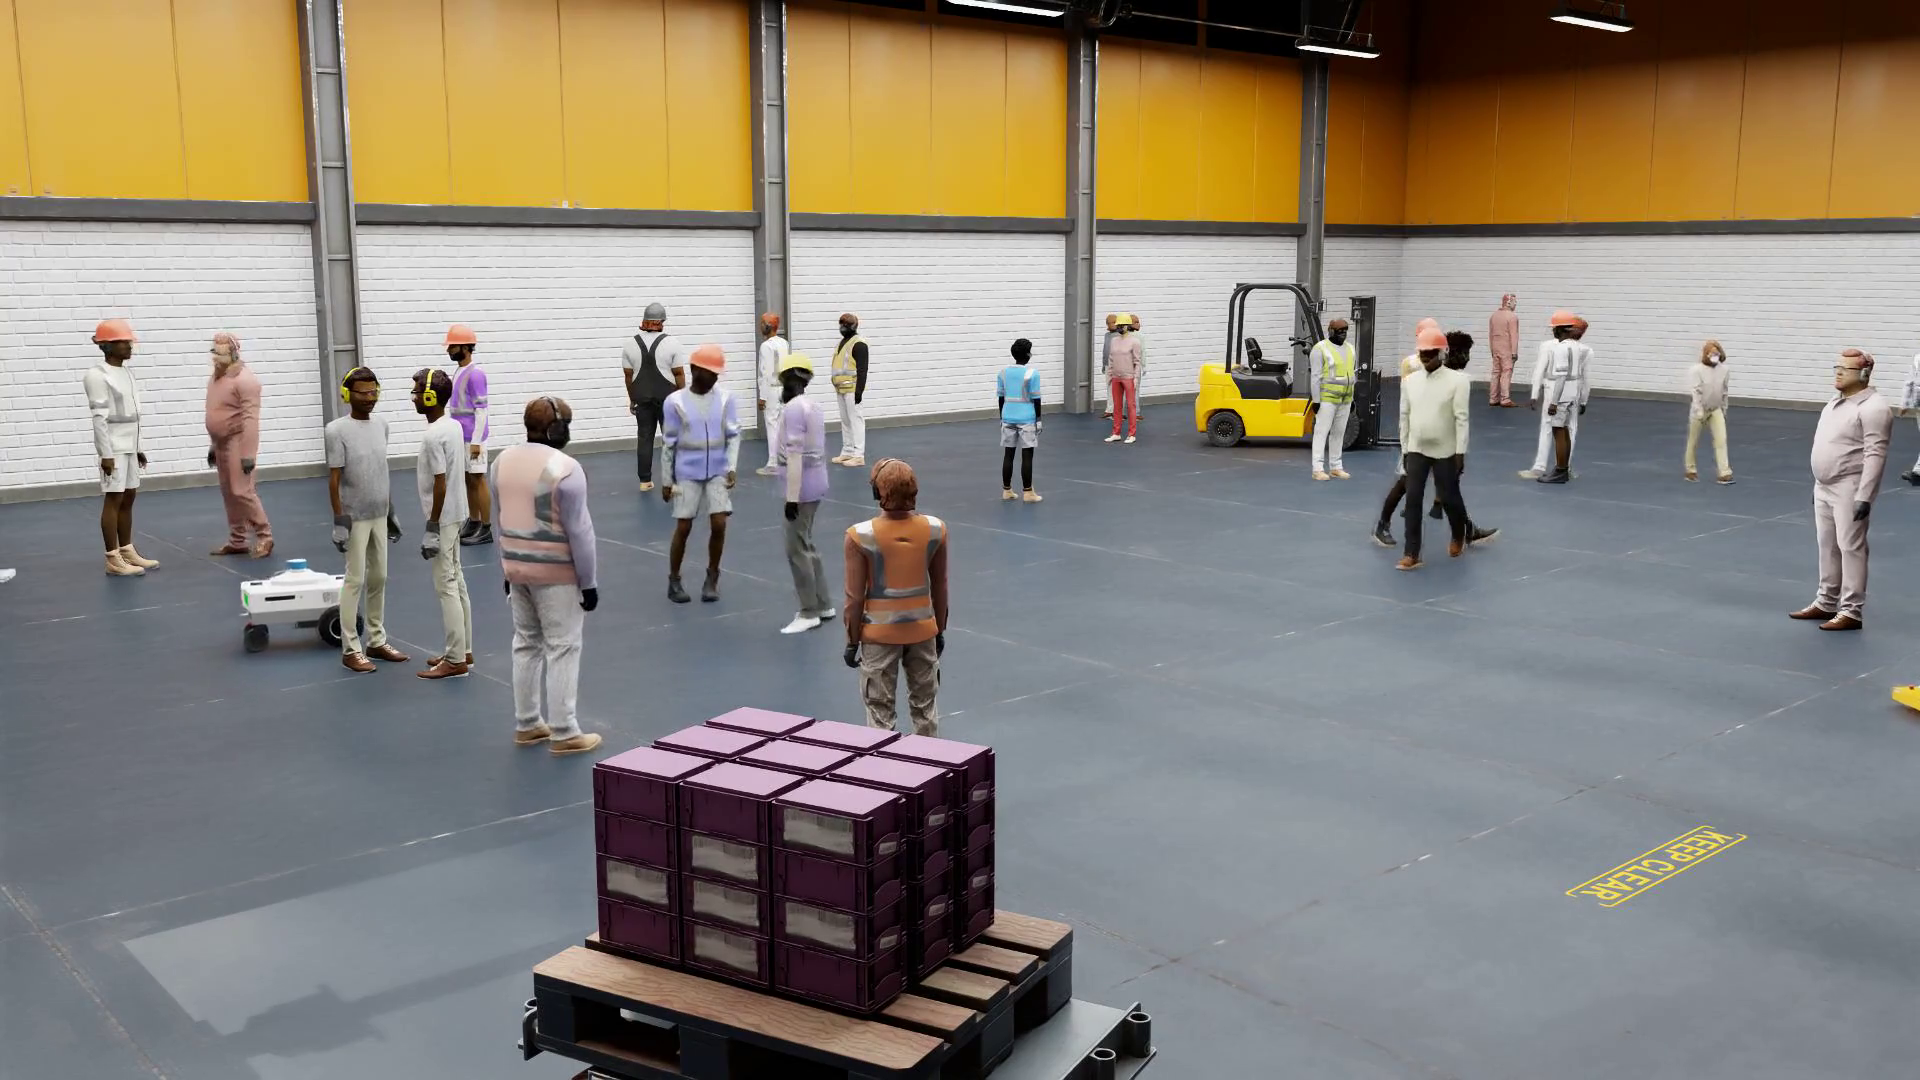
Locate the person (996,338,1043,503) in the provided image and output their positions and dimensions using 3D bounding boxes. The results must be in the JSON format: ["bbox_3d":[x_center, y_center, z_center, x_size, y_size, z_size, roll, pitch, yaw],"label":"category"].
[{"bbox_3d":[0.624,-1.226,17.118,0.541,1.696,0.316,7,12,37],"label":"person"}]

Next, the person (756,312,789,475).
[{"bbox_3d":[-2.184,-1.699,19.348,0.355,1.883,0.575,3,10,16],"label":"person"}]

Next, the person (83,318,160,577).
[{"bbox_3d":[-6.671,-0.738,13.241,0.372,2.048,0.605,0,10,-2],"label":"person"}]

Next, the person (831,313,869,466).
[{"bbox_3d":[-1.350,-1.821,20.181,0.429,1.842,0.635,-5,11,-28],"label":"person"}]

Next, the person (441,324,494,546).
[{"bbox_3d":[-4.334,-0.919,14.619,0.363,1.939,0.542,-7,12,-34],"label":"person"}]

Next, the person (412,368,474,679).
[{"bbox_3d":[-3.135,-0.094,10.019,0.329,1.862,0.508,-1,10,-4],"label":"person"}]

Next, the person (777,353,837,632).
[{"bbox_3d":[-1.053,-0.312,11.285,0.393,1.886,0.649,0,10,3],"label":"person"}]

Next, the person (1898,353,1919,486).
[{"bbox_3d":[10.769,-1.502,18.484,0.943,1.777,0.620,-5,11,-27],"label":"person"}]

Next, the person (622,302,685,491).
[{"bbox_3d":[-3.263,-1.545,17.986,0.676,2.000,0.536,2,10,10],"label":"person"}]

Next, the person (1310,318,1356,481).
[{"bbox_3d":[4.247,-1.593,18.858,0.634,1.839,0.429,-6,11,-30],"label":"person"}]

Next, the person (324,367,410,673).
[{"bbox_3d":[-3.645,-0.130,10.223,0.311,1.863,0.534,4,10,22],"label":"person"}]

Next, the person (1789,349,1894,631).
[{"bbox_3d":[6.004,-0.345,11.335,0.409,1.913,0.649,0,10,-2],"label":"person"}]

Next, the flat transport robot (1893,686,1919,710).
[{"bbox_3d":[5.999,0.854,9.116,1.431,0.197,0.652,-1,10,-7],"label":"flat transport robot"}]

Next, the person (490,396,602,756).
[{"bbox_3d":[-2.100,0.184,8.492,0.627,1.834,0.429,6,12,33],"label":"person"}]

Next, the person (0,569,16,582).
[{"bbox_3d":[-7.747,-0.514,12.493,0.591,1.866,1.031,4,11,23],"label":"person"}]

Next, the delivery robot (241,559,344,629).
[{"bbox_3d":[-4.308,0.368,10.853,0.707,0.478,0.477,-4,11,-22],"label":"delivery robot"}]

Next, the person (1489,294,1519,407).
[{"bbox_3d":[9.191,-3.186,27.994,0.404,1.903,0.651,-3,10,-19],"label":"person"}]

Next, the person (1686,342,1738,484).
[{"bbox_3d":[8.341,-1.397,18.438,0.513,1.583,0.851,-1,10,-9],"label":"person"}]

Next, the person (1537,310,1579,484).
[{"bbox_3d":[6.698,-1.596,18.589,0.354,1.936,0.547,6,11,32],"label":"person"}]

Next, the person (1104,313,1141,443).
[{"bbox_3d":[2.219,-2.195,22.591,0.524,1.769,0.314,9,13,42],"label":"person"}]

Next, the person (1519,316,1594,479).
[{"bbox_3d":[6.780,-1.600,18.928,0.753,1.843,0.369,2,10,14],"label":"person"}]

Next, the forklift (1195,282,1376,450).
[{"bbox_3d":[4.328,-2.346,22.227,2.313,2.155,1.214,3,10,16],"label":"forklift"}]

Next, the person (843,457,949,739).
[{"bbox_3d":[-0.282,0.448,7.488,0.512,1.641,0.307,-5,11,-26],"label":"person"}]

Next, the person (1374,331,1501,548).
[{"bbox_3d":[4.128,-0.859,14.395,1.066,1.884,0.705,6,11,32],"label":"person"}]

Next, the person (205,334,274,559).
[{"bbox_3d":[-6.096,-0.770,13.956,0.694,1.890,0.425,9,13,42],"label":"person"}]

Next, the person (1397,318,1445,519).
[{"bbox_3d":[4.488,-1.166,16.070,0.550,1.935,0.376,-1,10,-6],"label":"person"}]

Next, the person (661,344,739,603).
[{"bbox_3d":[-1.886,-0.477,12.156,0.566,1.897,0.501,-5,11,-27],"label":"person"}]

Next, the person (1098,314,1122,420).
[{"bbox_3d":[2.377,-2.693,25.894,0.279,1.633,0.497,-6,11,-30],"label":"person"}]

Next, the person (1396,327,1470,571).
[{"bbox_3d":[3.892,-0.756,13.568,0.611,1.972,0.840,8,12,38],"label":"person"}]

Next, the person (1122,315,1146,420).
[{"bbox_3d":[2.647,-2.662,25.715,0.509,1.632,0.265,6,11,32],"label":"person"}]
